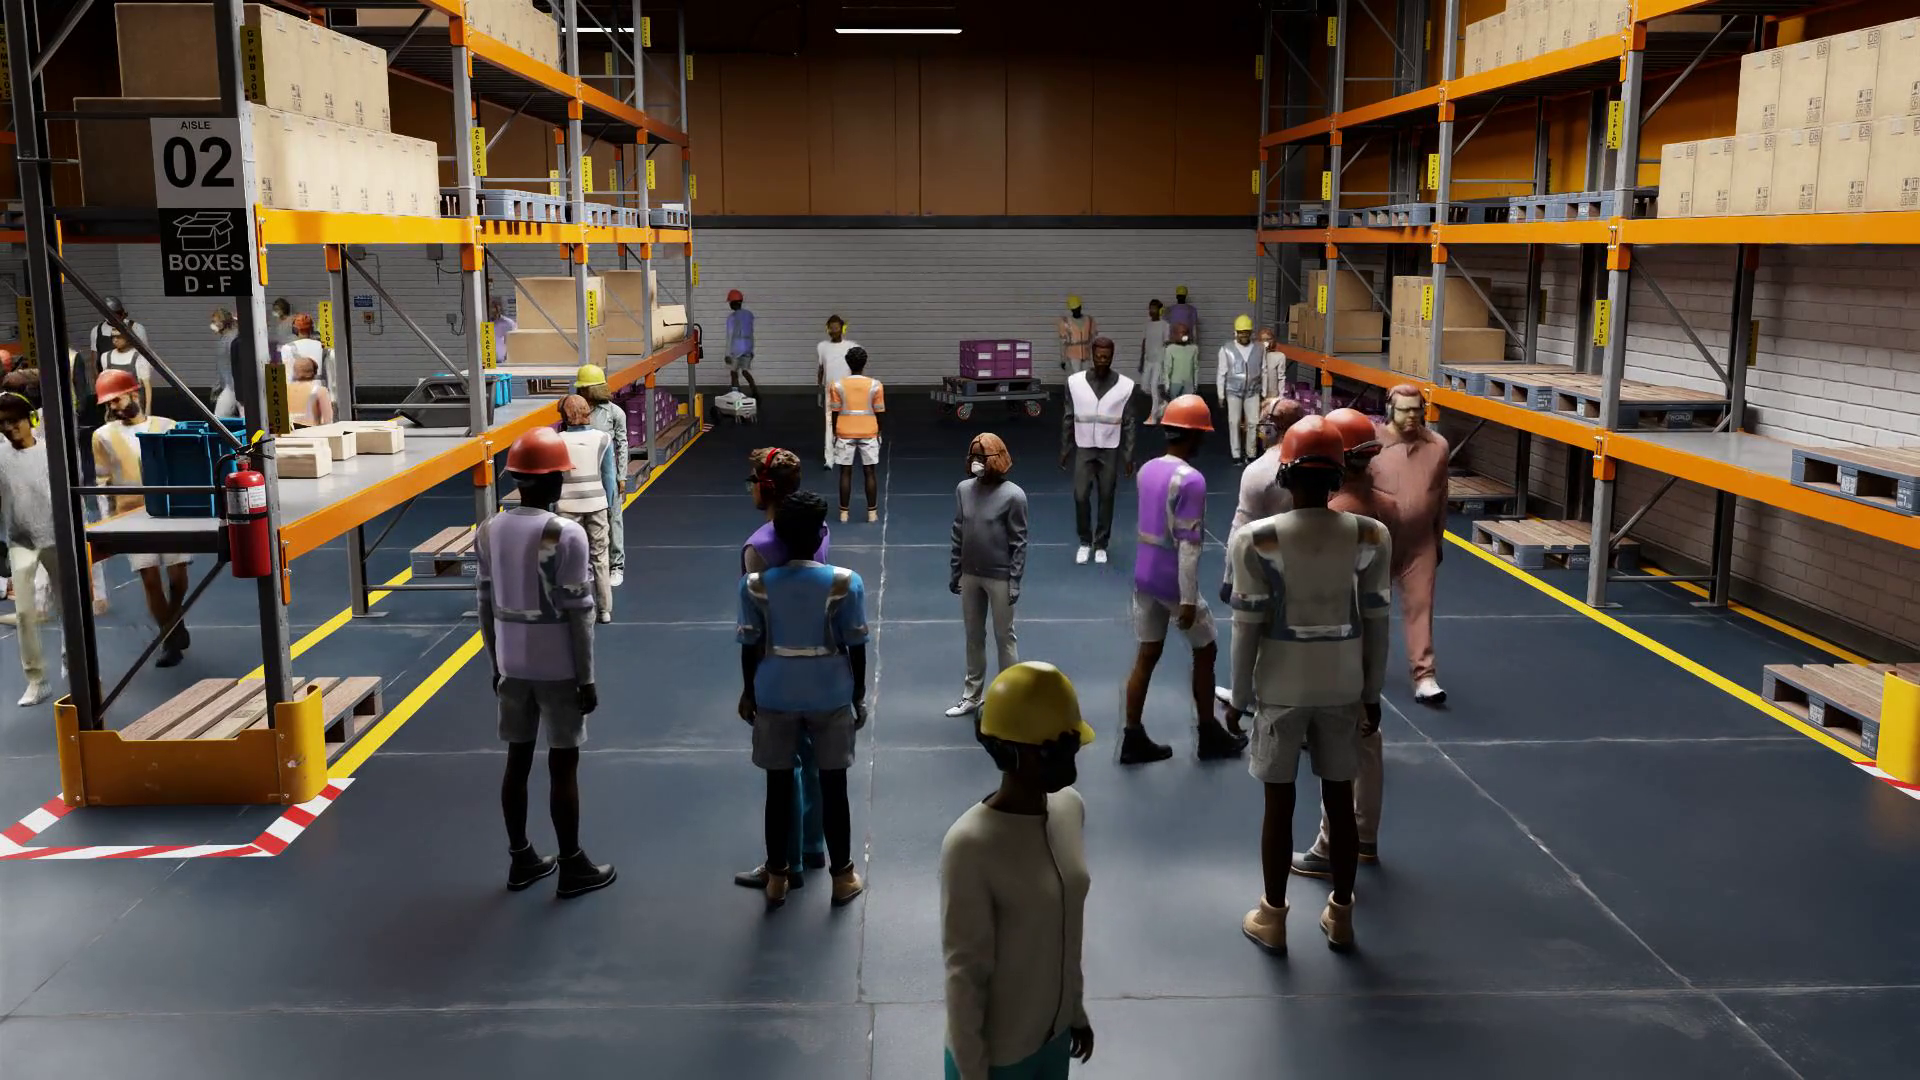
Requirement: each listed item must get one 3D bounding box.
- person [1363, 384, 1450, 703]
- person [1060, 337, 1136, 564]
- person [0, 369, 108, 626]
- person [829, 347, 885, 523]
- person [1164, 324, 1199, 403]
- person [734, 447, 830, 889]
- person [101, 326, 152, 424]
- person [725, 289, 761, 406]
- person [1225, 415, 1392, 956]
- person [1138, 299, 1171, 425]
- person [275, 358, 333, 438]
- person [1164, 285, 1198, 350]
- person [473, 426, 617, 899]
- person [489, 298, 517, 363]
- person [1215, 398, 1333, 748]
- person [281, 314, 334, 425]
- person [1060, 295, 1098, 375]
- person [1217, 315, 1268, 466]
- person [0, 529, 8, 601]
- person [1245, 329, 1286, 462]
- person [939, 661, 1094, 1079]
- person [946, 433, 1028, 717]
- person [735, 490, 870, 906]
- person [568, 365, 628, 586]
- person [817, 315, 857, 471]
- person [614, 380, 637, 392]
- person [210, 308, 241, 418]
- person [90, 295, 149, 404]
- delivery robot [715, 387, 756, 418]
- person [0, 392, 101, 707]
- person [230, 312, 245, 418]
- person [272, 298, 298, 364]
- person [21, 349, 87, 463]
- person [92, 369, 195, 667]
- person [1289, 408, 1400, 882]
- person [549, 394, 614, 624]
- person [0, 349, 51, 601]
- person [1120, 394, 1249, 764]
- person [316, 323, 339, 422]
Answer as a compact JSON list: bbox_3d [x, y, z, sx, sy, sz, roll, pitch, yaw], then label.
[{"bbox_3d":[2.593,0.006,9.835,0.672,1.848,1.010,-1,10,-5],"label":"person"},{"bbox_3d":[1.143,-0.729,13.794,0.638,1.897,0.590,1,10,6],"label":"person"},{"bbox_3d":[-6.438,-0.295,11.677,0.722,1.787,0.859,5,11,24],"label":"person"},{"bbox_3d":[-0.985,-0.998,15.891,0.530,1.692,0.322,-1,10,-7],"label":"person"},{"bbox_3d":[2.965,-2.085,22.214,0.524,1.579,0.869,-2,10,-11],"label":"person"},{"bbox_3d":[-0.723,0.532,6.924,0.389,1.846,0.567,4,11,20],"label":"person"},{"bbox_3d":[-8.837,-1.367,17.563,0.541,1.822,0.759,-1,10,-4],"label":"person"},{"bbox_3d":[-3.517,-3.038,26.580,0.555,1.924,0.601,8,13,37],"label":"person"},{"bbox_3d":[1.297,0.552,6.262,0.605,2.045,0.379,-1,10,-3],"label":"person"},{"bbox_3d":[2.889,-2.634,24.545,0.570,1.855,0.540,-10,14,-43],"label":"person"},{"bbox_3d":[-6.248,-0.940,15.896,0.569,1.576,0.922,3,11,15],"label":"person"},{"bbox_3d":[3.818,-3.437,28.805,0.586,1.928,0.369,2,10,12],"label":"person"},{"bbox_3d":[-1.710,0.502,6.836,0.547,1.938,0.377,5,11,25],"label":"person"},{"bbox_3d":[-6.587,-2.471,23.533,0.672,1.890,0.444,-2,10,-11],"label":"person"},{"bbox_3d":[1.702,0.151,9.064,0.661,1.845,0.981,-7,13,-36],"label":"person"},{"bbox_3d":[-7.239,-1.563,18.493,0.337,1.882,0.583,9,13,41],"label":"person"},{"bbox_3d":[1.817,-2.865,25.777,0.620,1.885,0.854,-3,11,-15],"label":"person"},{"bbox_3d":[3.364,-1.751,19.735,0.631,1.808,0.650,0,10,-1],"label":"person"},{"bbox_3d":[-7.351,-0.386,12.286,0.327,1.760,0.524,7,12,34],"label":"person"},{"bbox_3d":[3.702,-1.748,20.216,0.501,1.632,0.280,2,10,10],"label":"person"},{"bbox_3d":[0.146,1.135,3.787,0.322,1.769,0.523,7,12,34],"label":"person"},{"bbox_3d":[0.150,0.213,9.296,0.500,1.633,0.285,8,13,37],"label":"person"},{"bbox_3d":[-0.627,0.642,6.717,0.538,1.698,0.319,1,10,3],"label":"person"},{"bbox_3d":[-2.834,-0.497,12.961,0.492,1.737,0.327,2,10,12],"label":"person"},{"bbox_3d":[-1.443,-1.744,19.683,0.545,1.816,0.970,1,10,6],"label":"person"},{"bbox_3d":[-5.020,-2.684,24.908,0.586,1.823,0.403,-6,12,-28],"label":"person"},{"bbox_3d":[-8.592,-1.729,19.344,0.909,1.899,0.651,-5,11,-27],"label":"person"},{"bbox_3d":[-10.526,-2.060,20.823,0.688,2.000,0.535,-1,10,-6],"label":"person"},{"bbox_3d":[-3.278,-1.987,24.293,0.477,0.478,0.707,-8,13,-38],"label":"delivery robot"},{"bbox_3d":[-5.434,0.028,9.835,0.523,1.830,0.683,-4,11,-22],"label":"person"},{"bbox_3d":[-7.740,-1.569,18.216,0.609,1.995,0.376,9,14,42],"label":"person"},{"bbox_3d":[-9.560,-2.480,23.609,1.008,1.883,0.640,-7,12,-35],"label":"person"},{"bbox_3d":[-9.696,-1.399,17.817,0.631,1.791,0.951,-3,11,-17],"label":"person"},{"bbox_3d":[-5.154,-0.148,10.596,0.604,1.895,0.561,-4,11,-19],"label":"person"},{"bbox_3d":[1.606,0.440,7.021,0.389,1.992,0.625,9,13,40],"label":"person"},{"bbox_3d":[-2.653,-0.201,11.611,0.516,1.633,0.313,-6,12,-31],"label":"person"},{"bbox_3d":[-7.123,-0.489,12.503,0.584,1.883,0.337,10,14,44],"label":"person"},{"bbox_3d":[1.179,0.206,8.575,0.836,1.901,0.569,-5,11,-27],"label":"person"},{"bbox_3d":[-7.472,-1.721,19.630,0.594,1.797,0.887,4,11,20],"label":"person"}]
